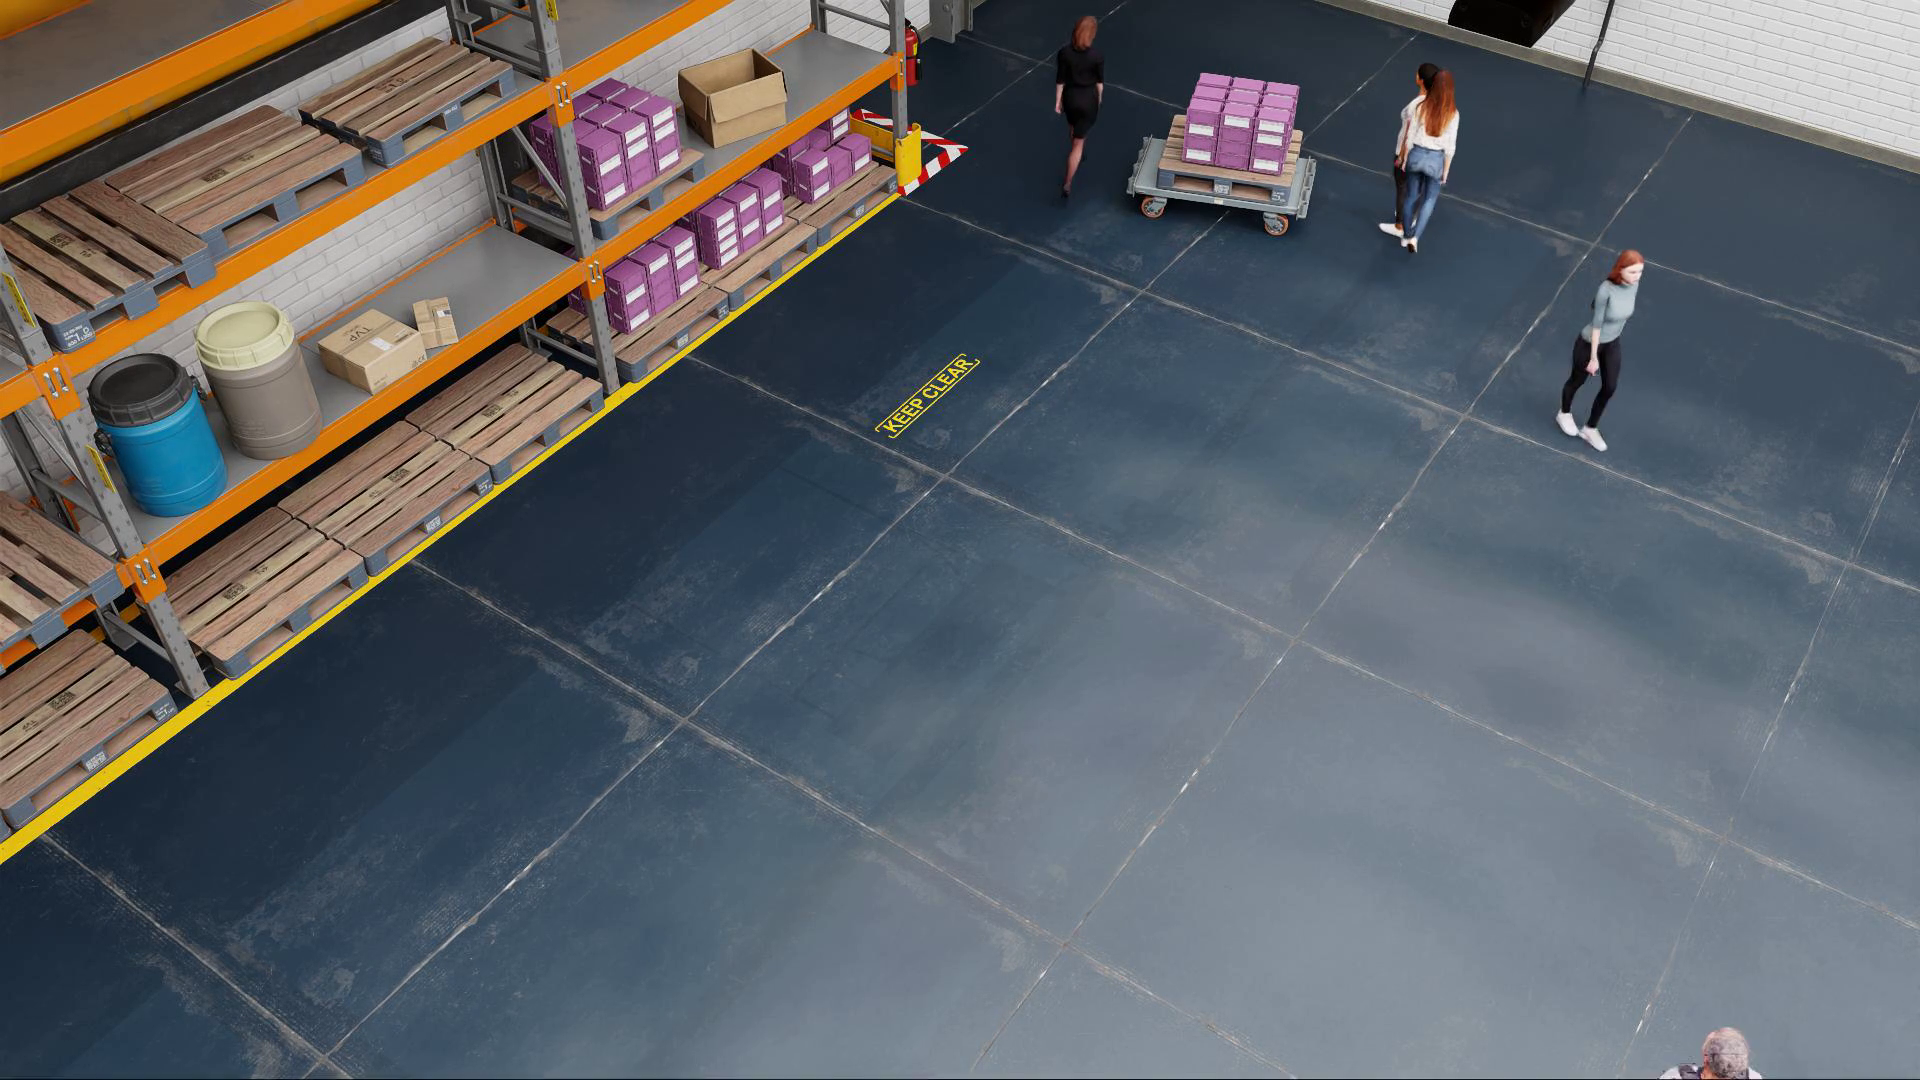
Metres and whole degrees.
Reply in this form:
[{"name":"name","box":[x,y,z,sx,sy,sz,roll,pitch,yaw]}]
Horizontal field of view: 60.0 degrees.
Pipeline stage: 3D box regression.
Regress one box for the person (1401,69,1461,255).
[{"name":"person","box":[4.040,-3.241,14.489,0.689,1.712,0.867,16,46,16]}]

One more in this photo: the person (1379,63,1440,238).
[{"name":"person","box":[4.037,-3.473,14.781,0.514,1.645,0.667,-33,53,-30]}]

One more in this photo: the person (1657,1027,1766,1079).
[{"name":"person","box":[3.465,2.953,7.919,1.038,1.808,1.198,2,44,2]}]

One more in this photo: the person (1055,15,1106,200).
[{"name":"person","box":[1.084,-3.912,15.243,0.808,1.645,1.200,12,45,12]}]

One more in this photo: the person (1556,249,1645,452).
[{"name":"person","box":[4.804,-1.513,12.667,0.818,1.723,0.856,-13,45,-13]}]
